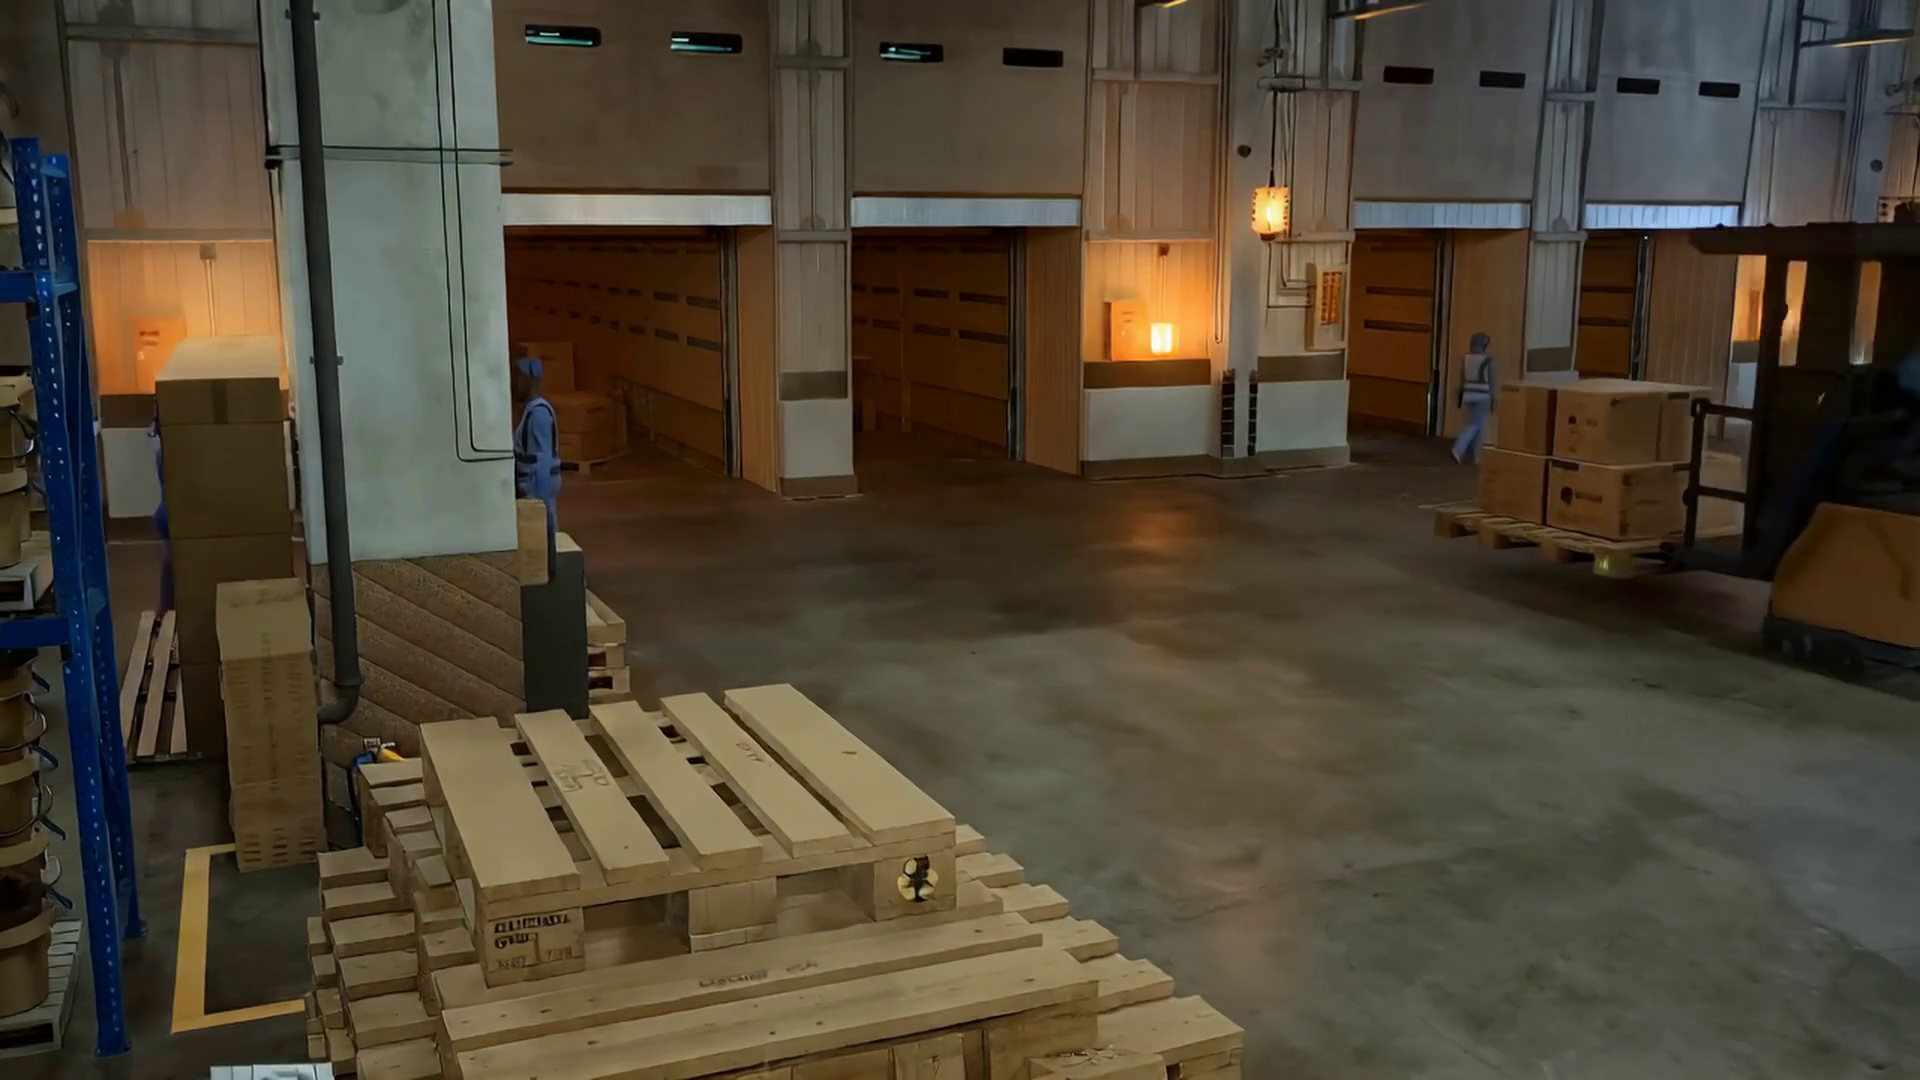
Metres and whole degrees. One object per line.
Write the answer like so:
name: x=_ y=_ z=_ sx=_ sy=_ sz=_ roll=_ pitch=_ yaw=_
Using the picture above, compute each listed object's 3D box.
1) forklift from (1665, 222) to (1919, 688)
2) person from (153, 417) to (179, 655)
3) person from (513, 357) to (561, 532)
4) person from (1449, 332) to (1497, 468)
forklift: x=5.764 y=-0.627 z=10.642 sx=1.129 sy=2.768 sz=1.873 roll=-4 pitch=11 yaw=-23
person: x=-5.053 y=-0.082 z=10.807 sx=0.363 sy=1.718 sz=0.507 roll=-5 pitch=11 yaw=-26
person: x=-3.055 y=-0.375 z=11.997 sx=0.349 sy=1.884 sz=0.584 roll=-3 pitch=11 yaw=-18
person: x=6.143 y=-1.678 z=19.928 sx=0.754 sy=1.613 sz=0.529 roll=-6 pitch=12 yaw=-31
